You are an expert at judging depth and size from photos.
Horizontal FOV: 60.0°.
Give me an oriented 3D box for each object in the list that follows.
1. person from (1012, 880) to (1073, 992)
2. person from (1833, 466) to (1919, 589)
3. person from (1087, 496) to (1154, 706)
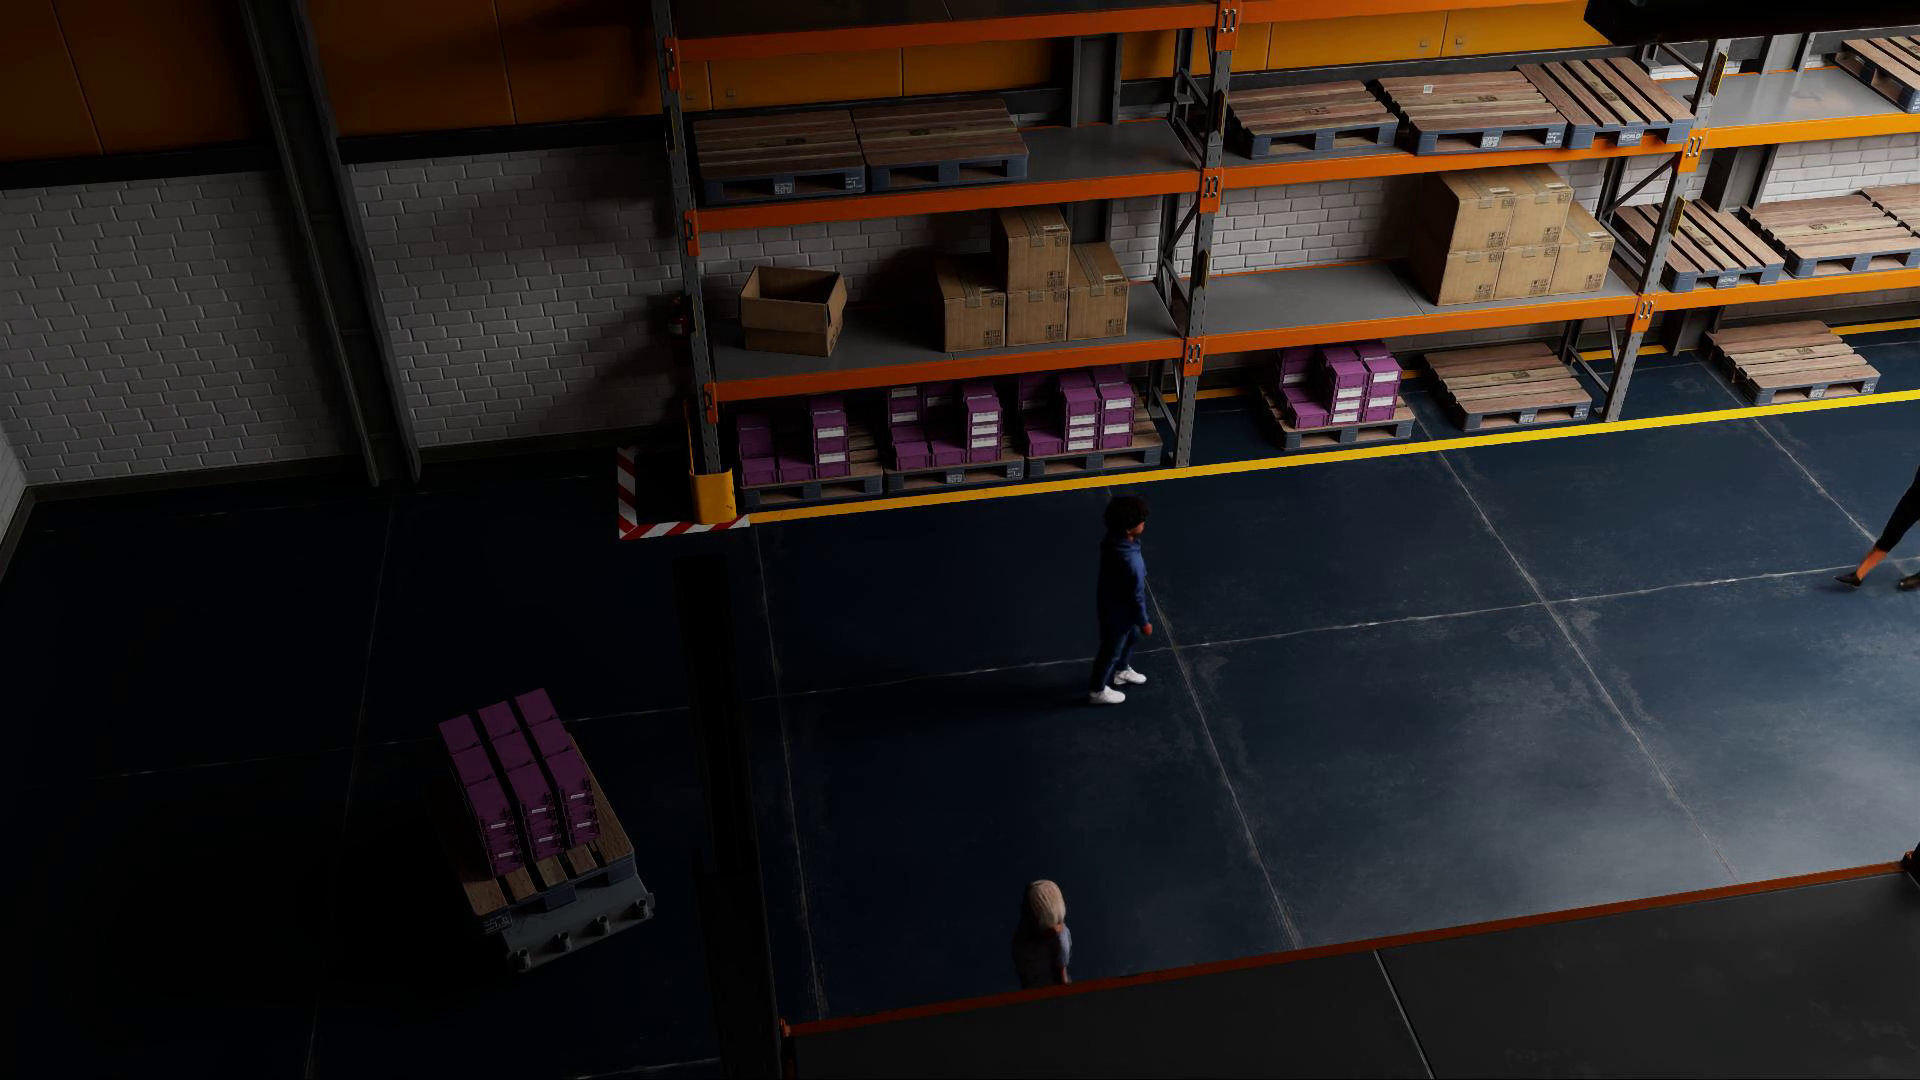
[{"bbox_3d":[0.538,2.433,9.222,1.018,1.700,0.789,-21,43,-24],"label":"person"},{"bbox_3d":[7.433,-0.252,12.647,1.046,1.622,0.607,-8,39,-10],"label":"person"},{"bbox_3d":[1.035,0.463,11.613,0.713,1.794,0.698,-3,39,-3],"label":"person"}]
